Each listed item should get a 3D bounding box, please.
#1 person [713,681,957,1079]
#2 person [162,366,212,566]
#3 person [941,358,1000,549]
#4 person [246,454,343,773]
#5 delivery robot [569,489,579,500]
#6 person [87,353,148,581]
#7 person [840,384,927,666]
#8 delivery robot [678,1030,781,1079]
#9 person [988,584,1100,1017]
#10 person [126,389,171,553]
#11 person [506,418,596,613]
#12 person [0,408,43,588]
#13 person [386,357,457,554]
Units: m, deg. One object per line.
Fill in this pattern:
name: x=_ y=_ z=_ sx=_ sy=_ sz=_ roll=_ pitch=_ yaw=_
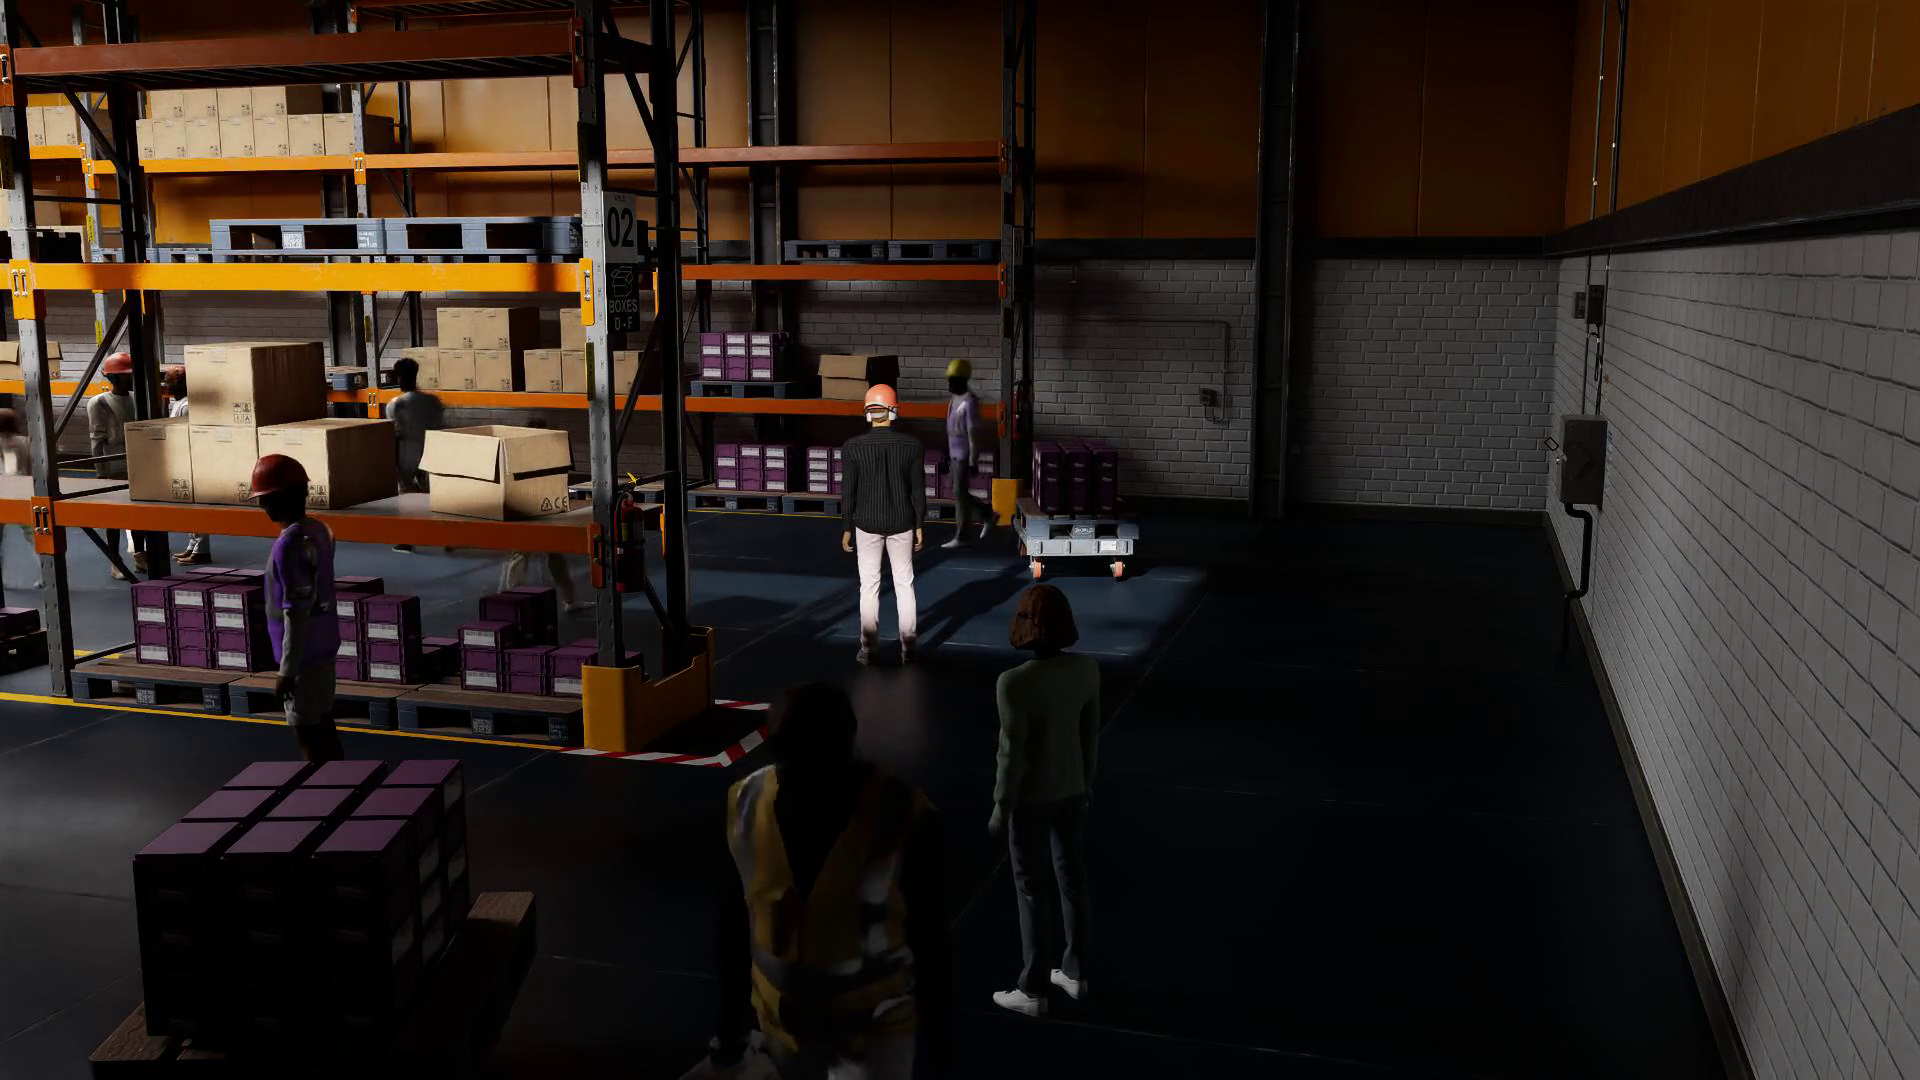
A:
person: x=-0.317 y=1.211 z=4.369 sx=0.653 sy=1.799 sz=0.879 roll=3 pitch=10 yaw=19
person: x=-7.314 y=-0.702 z=15.733 sx=0.338 sy=1.882 sz=0.583 roll=-6 pitch=11 yaw=-31
person: x=0.092 y=-0.866 z=16.626 sx=0.553 sy=1.917 sz=0.592 roll=-2 pitch=10 yaw=-14
person: x=-3.186 y=0.545 z=8.003 sx=0.373 sy=1.928 sz=0.543 roll=-1 pitch=9 yaw=-6
delivery robot: x=-4.407 y=-0.455 z=17.982 sx=0.477 sy=0.478 sz=0.707 roll=-7 pitch=12 yaw=-37
person: x=-7.515 y=-0.665 z=15.019 sx=0.373 sy=2.043 sz=0.615 roll=4 pitch=10 yaw=25
person: x=-0.542 y=-0.102 z=11.752 sx=0.613 sy=1.991 sz=0.392 roll=-1 pitch=9 yaw=-8
delivery robot: x=-0.679 y=1.694 z=4.881 sx=0.477 sy=0.478 sz=0.707 roll=4 pitch=10 yaw=24
person: x=0.318 y=0.974 z=6.274 sx=0.509 sy=1.632 sz=0.269 roll=-8 pitch=12 yaw=-40
person: x=-8.033 y=-0.770 z=16.275 sx=0.429 sy=1.845 sz=0.622 roll=-8 pitch=12 yaw=-40
person: x=-3.310 y=-0.165 z=13.279 sx=0.790 sy=1.601 sz=0.540 roll=0 pitch=9 yaw=3
person: x=-8.305 y=-0.364 z=14.574 sx=0.862 sy=1.591 sz=0.520 roll=4 pitch=10 yaw=24
person: x=-5.262 y=-0.805 z=16.177 sx=0.820 sy=1.945 sz=0.614 roll=8 pitch=13 yaw=42
